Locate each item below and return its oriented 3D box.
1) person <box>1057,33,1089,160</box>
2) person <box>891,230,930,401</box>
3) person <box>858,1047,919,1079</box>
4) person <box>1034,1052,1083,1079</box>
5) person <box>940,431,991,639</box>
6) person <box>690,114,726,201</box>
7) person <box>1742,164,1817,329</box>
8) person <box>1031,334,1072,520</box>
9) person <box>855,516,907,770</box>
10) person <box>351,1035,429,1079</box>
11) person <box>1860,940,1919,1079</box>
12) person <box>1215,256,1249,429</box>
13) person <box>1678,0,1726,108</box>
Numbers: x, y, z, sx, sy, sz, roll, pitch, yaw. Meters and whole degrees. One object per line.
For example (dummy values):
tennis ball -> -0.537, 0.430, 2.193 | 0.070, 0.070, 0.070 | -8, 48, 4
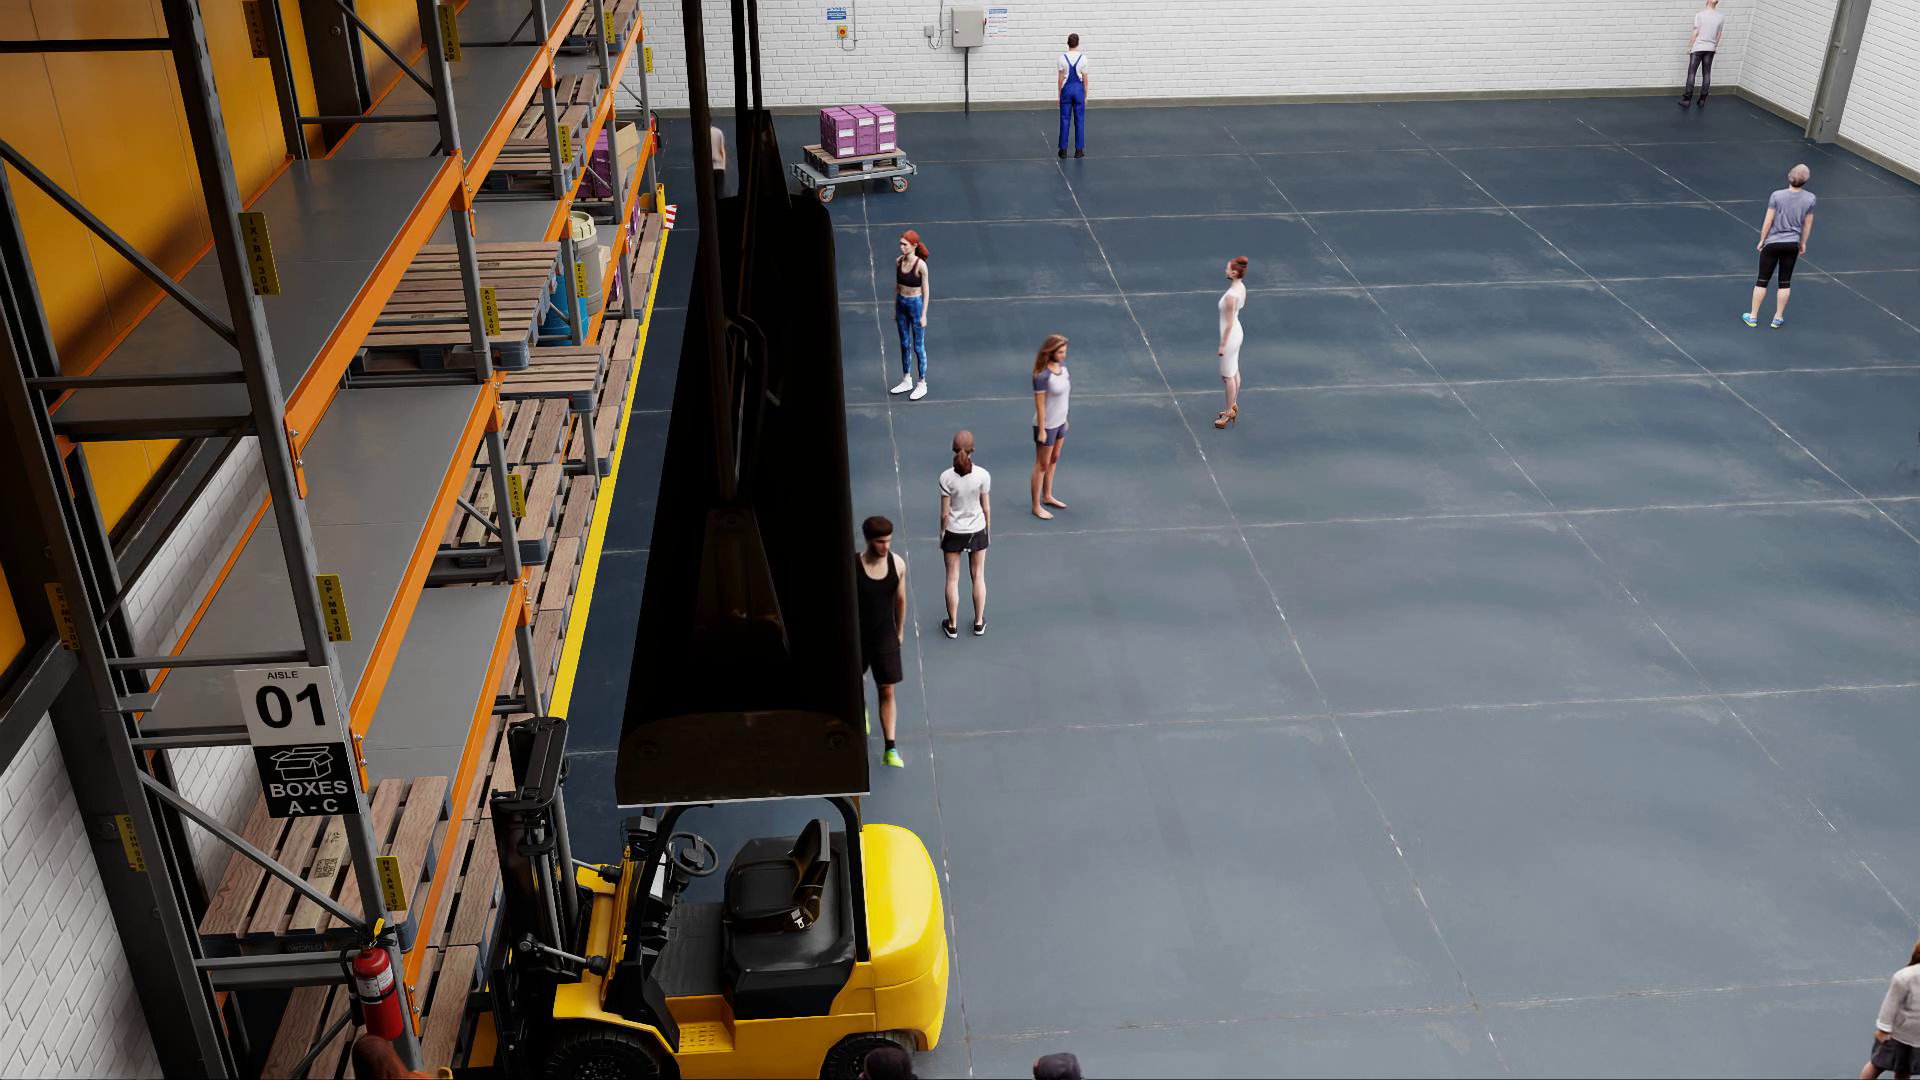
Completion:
person -> 1.696, -6.725, 25.167 | 0.655, 1.851, 0.605 | 2, 29, 3
person -> -0.507, -2.329, 17.178 | 0.676, 1.785, 0.733 | 21, 35, 33
person -> -0.289, 2.955, 7.517 | 0.749, 1.759, 0.572 | -5, 29, -9
person -> 0.534, 2.969, 7.453 | 0.850, 1.796, 0.738 | 13, 31, 23
person -> 0.035, -0.041, 13.017 | 0.562, 1.752, 0.563 | -4, 29, -7
person -> -3.265, -4.820, 21.860 | 0.722, 1.673, 1.159 | -7, 29, -12
person -> 9.358, -3.345, 18.931 | 0.730, 1.889, 0.708 | 8, 30, 14
person -> 0.792, -1.043, 14.881 | 0.743, 1.726, 0.664 | 17, 33, 29
person -> -0.658, 0.637, 11.686 | 0.820, 1.837, 1.233 | -7, 29, -12
person -> -2.513, 2.944, 7.582 | 0.760, 1.716, 0.677 | 16, 32, 26
person -> 5.002, 2.552, 8.762 | 0.519, 1.274, 0.535 | 0, 29, 0
person -> 2.692, -1.968, 16.507 | 0.700, 1.793, 0.562 | 10, 30, 18
person -> 12.487, -8.239, 27.964 | 0.663, 1.831, 0.574 | -1, 29, -2
